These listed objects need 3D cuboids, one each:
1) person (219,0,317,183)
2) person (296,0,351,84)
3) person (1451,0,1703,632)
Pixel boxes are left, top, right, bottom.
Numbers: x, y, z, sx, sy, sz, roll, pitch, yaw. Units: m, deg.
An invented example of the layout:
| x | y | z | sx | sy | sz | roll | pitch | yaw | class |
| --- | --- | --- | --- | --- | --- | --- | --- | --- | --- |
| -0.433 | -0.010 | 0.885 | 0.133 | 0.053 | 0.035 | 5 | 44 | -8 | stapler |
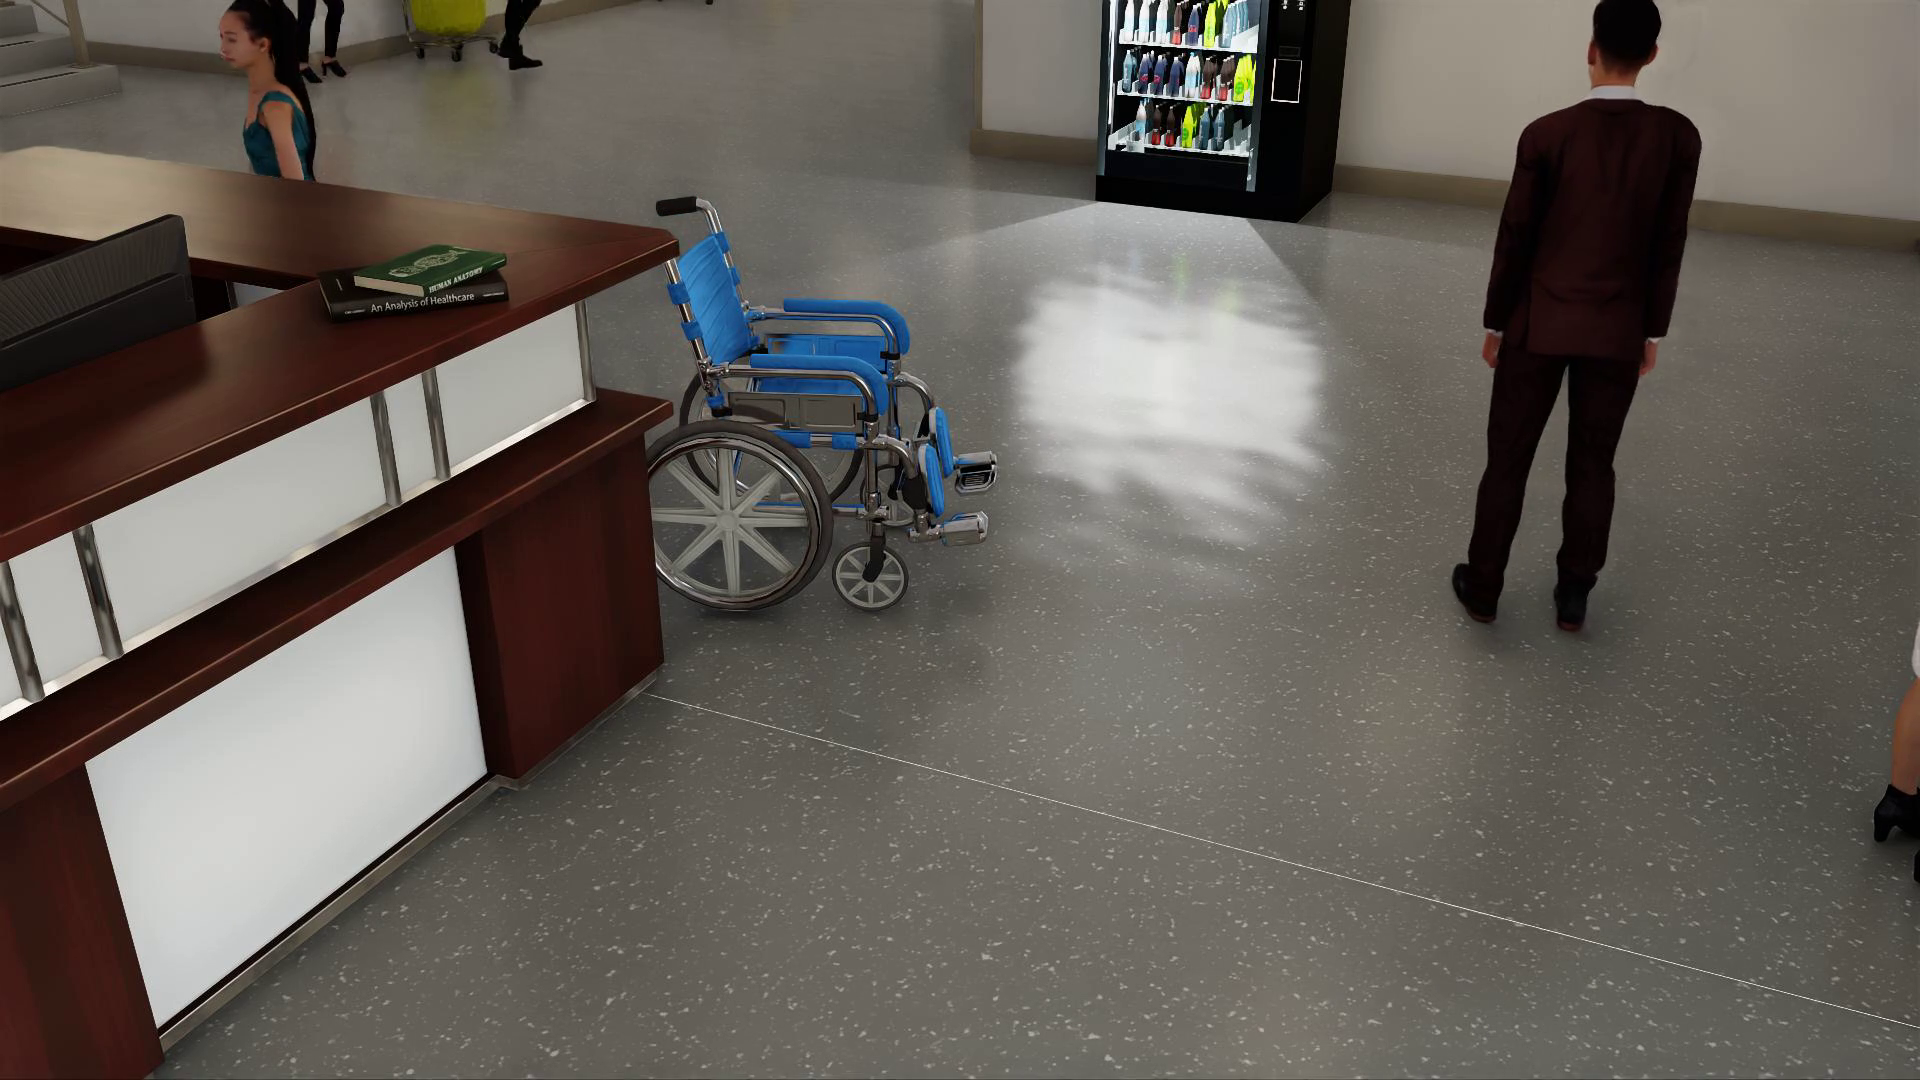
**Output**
| x | y | z | sx | sy | sz | roll | pitch | yaw | class |
| --- | --- | --- | --- | --- | --- | --- | --- | --- | --- |
| -2.300 | -1.088 | 6.019 | 0.872 | 1.666 | 0.808 | -6 | 26 | -13 | person |
| -5.114 | -4.372 | 12.764 | 0.835 | 1.723 | 0.774 | -9 | 27 | -17 | person |
| 1.798 | -0.614 | 4.815 | 0.633 | 1.860 | 0.803 | 3 | 26 | 7 | person |
